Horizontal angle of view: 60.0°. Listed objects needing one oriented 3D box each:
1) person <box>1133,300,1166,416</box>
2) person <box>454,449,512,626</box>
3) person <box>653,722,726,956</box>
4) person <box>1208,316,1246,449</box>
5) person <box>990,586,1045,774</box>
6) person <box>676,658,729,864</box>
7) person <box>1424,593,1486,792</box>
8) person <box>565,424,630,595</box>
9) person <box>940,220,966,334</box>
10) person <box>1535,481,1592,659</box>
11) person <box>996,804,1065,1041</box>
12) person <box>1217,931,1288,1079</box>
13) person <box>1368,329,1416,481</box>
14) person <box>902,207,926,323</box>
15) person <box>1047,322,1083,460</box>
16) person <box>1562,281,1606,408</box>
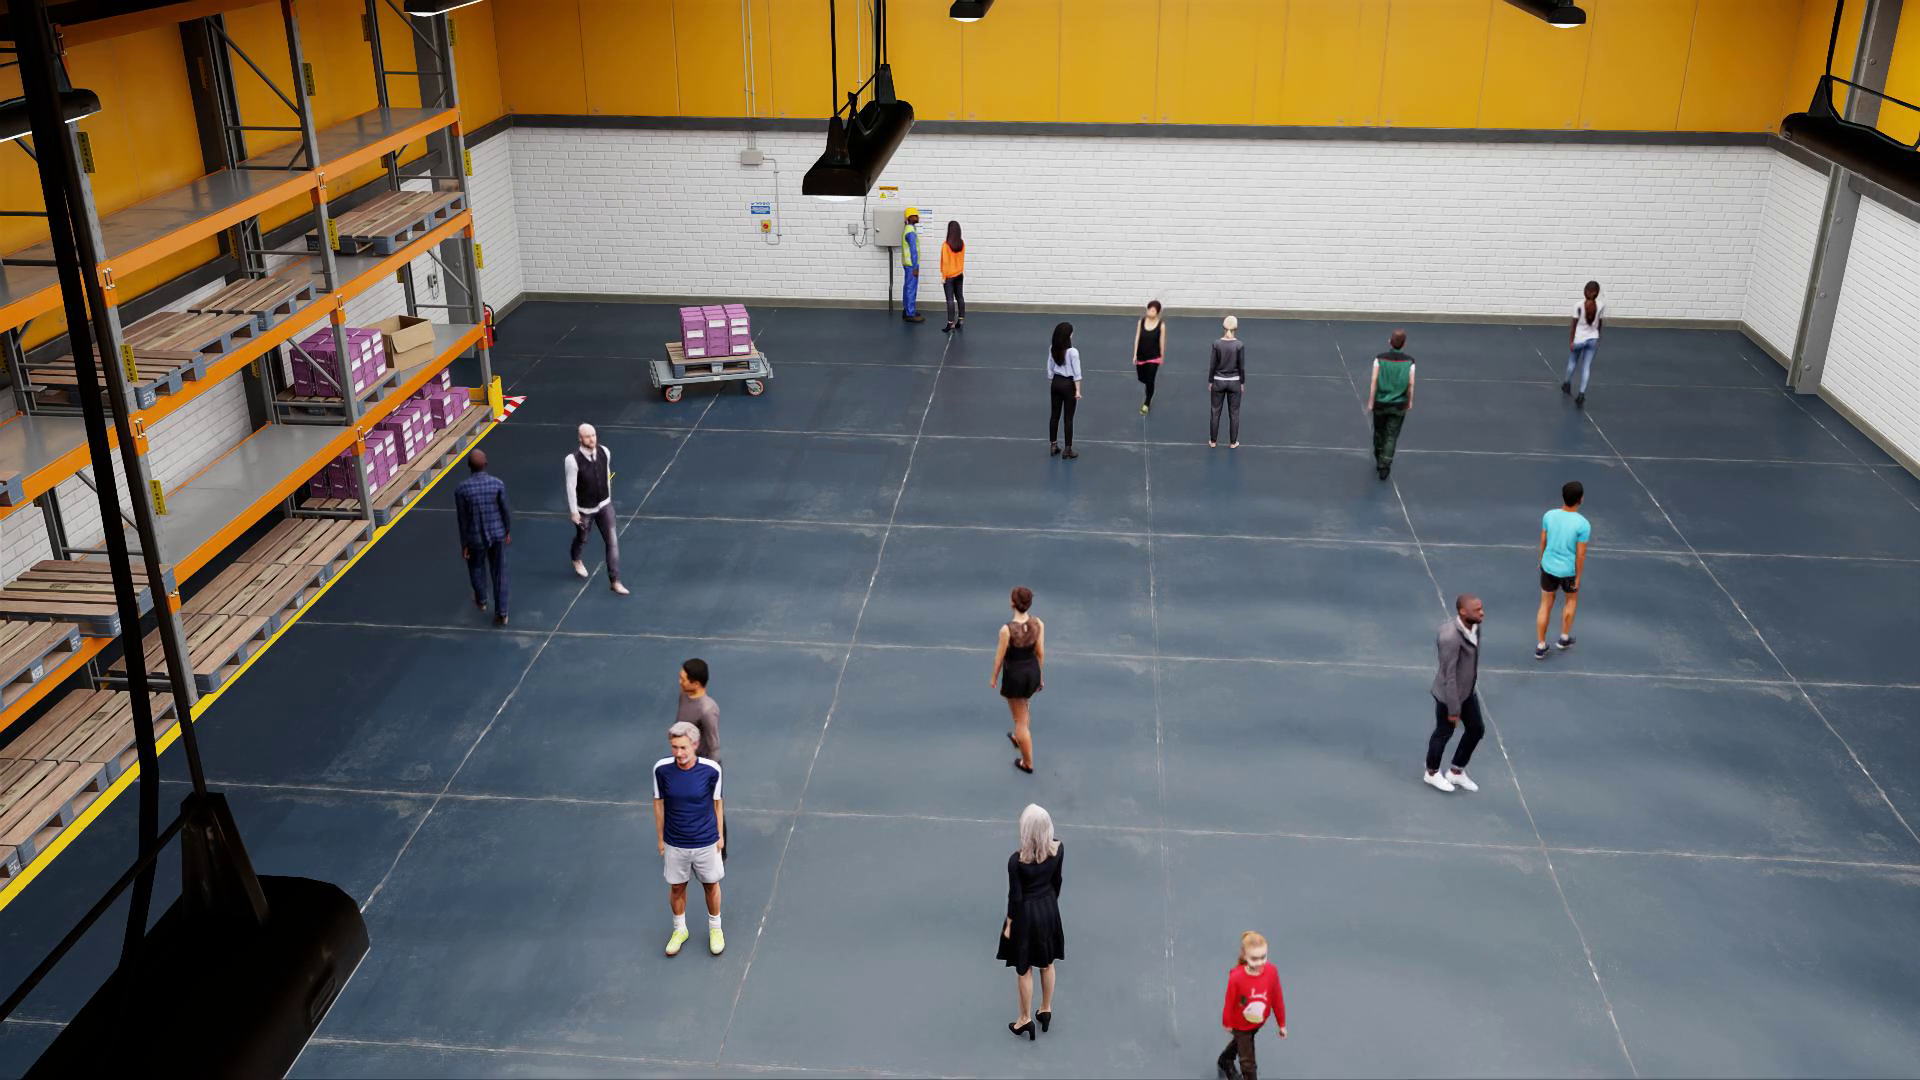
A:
[{"bbox_3d":[2.574,-2.508,22.499,0.770,1.531,1.033,11,26,23],"label":"person"},{"bbox_3d":[-4.665,-0.001,16.434,0.951,1.796,1.073,-11,26,-24],"label":"person"},{"bbox_3d":[-1.885,2.067,11.650,0.658,1.839,0.591,-1,24,-2],"label":"person"},{"bbox_3d":[3.389,-2.014,21.126,0.636,1.726,0.552,5,24,11],"label":"person"},{"bbox_3d":[0.544,1.193,13.879,0.828,1.655,0.925,-14,27,-30],"label":"person"},{"bbox_3d":[-1.947,1.684,12.616,0.767,1.766,0.685,6,24,14],"label":"person"},{"bbox_3d":[3.968,1.228,13.615,0.924,1.802,0.846,22,32,40],"label":"person"},{"bbox_3d":[-3.854,-0.344,17.236,1.250,1.782,1.283,-20,31,-38],"label":"person"},{"bbox_3d":[-0.105,-4.113,25.900,0.768,1.748,0.687,21,31,39],"label":"person"},{"bbox_3d":[5.638,0.317,15.755,0.823,1.756,0.905,17,29,34],"label":"person"},{"bbox_3d":[0.475,2.476,10.830,0.705,1.746,0.745,-14,27,-29],"label":"person"},{"bbox_3d":[1.766,2.958,10.350,0.795,1.247,0.999,-10,26,-22],"label":"person"},{"bbox_3d":[5.191,-1.615,20.111,0.825,1.809,1.104,8,25,17],"label":"person"},{"bbox_3d":[-0.770,-4.406,26.489,0.771,1.813,0.587,-3,24,-8],"label":"person"},{"bbox_3d":[1.289,-1.879,20.796,0.728,1.743,0.753,20,30,38],"label":"person"},{"bbox_3d":[8.520,-2.645,22.614,0.620,1.690,0.991,4,24,8],"label":"person"}]
